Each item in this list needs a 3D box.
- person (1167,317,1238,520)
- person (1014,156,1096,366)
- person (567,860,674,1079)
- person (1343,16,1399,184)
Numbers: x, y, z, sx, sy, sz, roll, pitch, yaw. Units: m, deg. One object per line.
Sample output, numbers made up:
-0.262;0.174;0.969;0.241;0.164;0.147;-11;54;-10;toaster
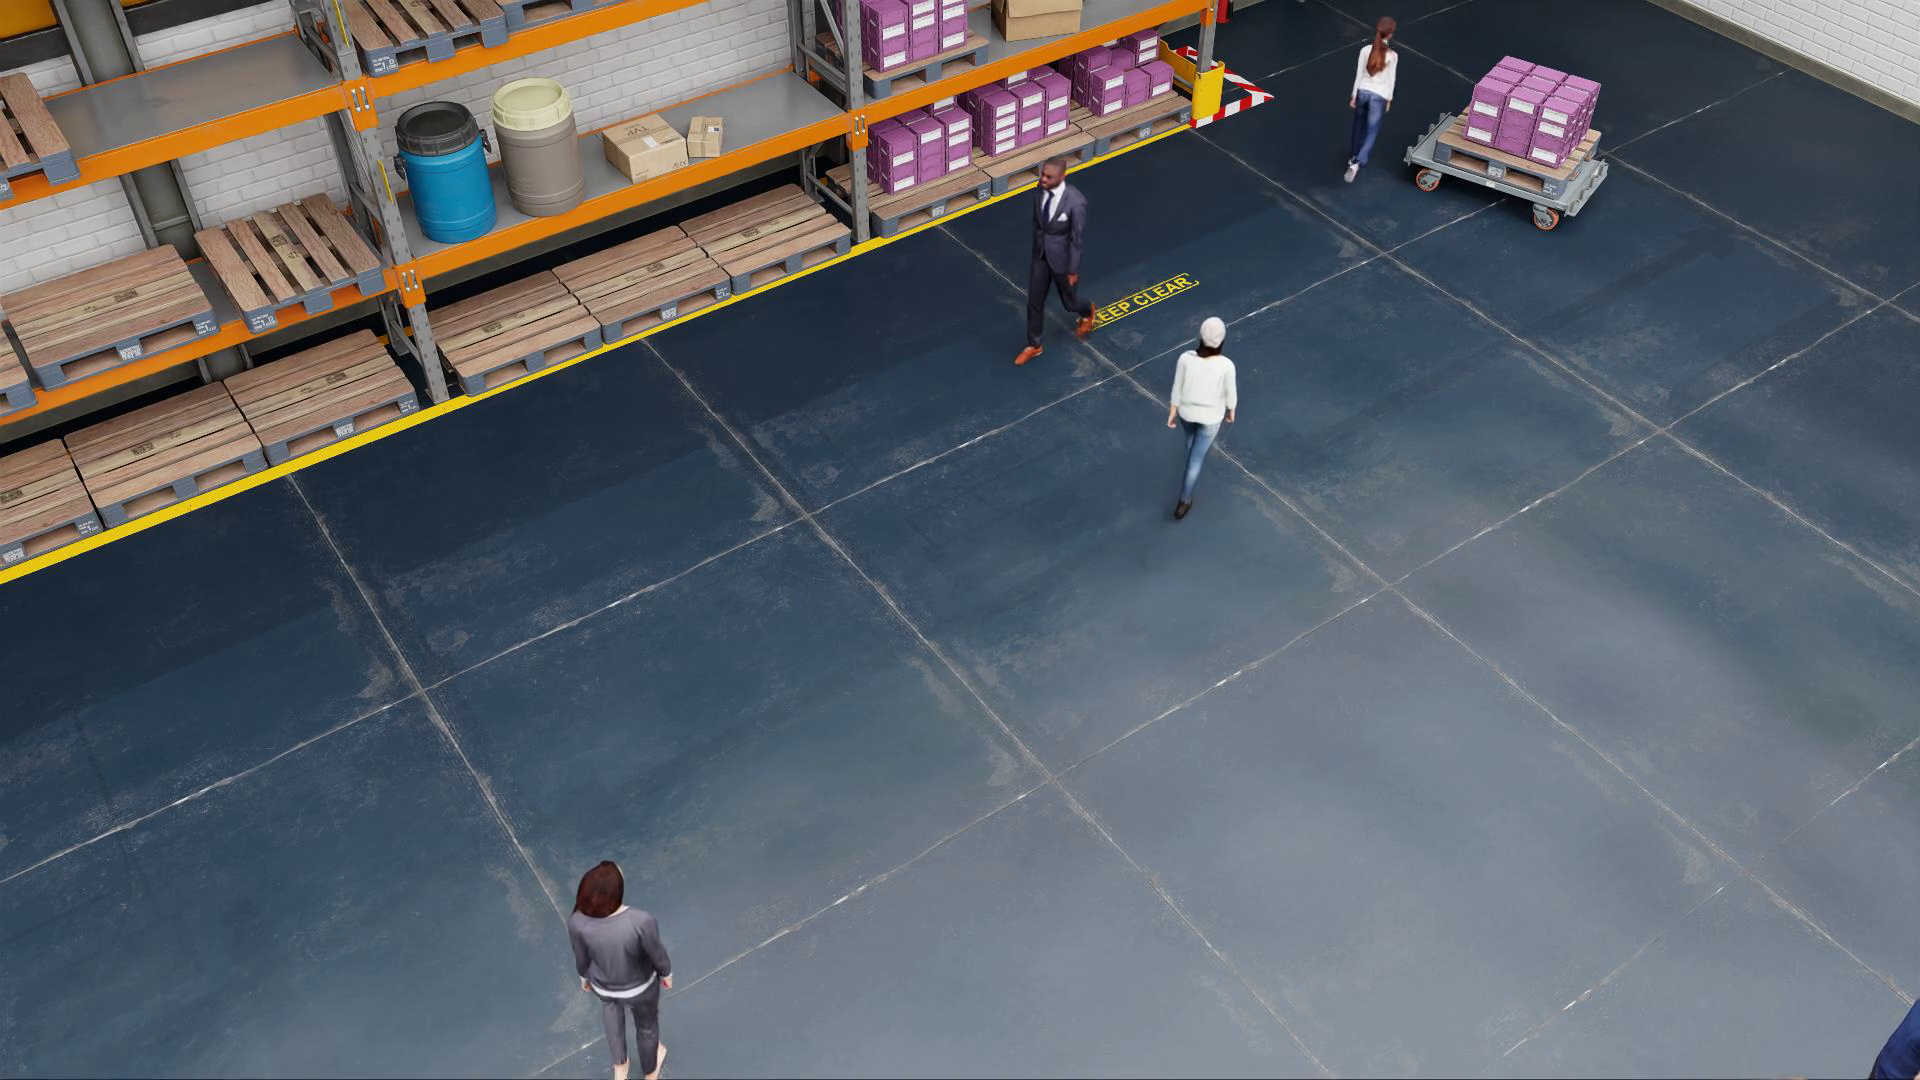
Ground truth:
1.695;-0.843;11.859;0.972;1.609;1.121;14;45;14;person
0.816;-2.253;13.197;0.855;1.805;1.133;31;52;29;person
-1.728;2.297;8.456;0.768;1.758;0.837;1;44;1;person
3.741;-4.001;15.229;0.823;1.534;1.059;19;47;19;person
